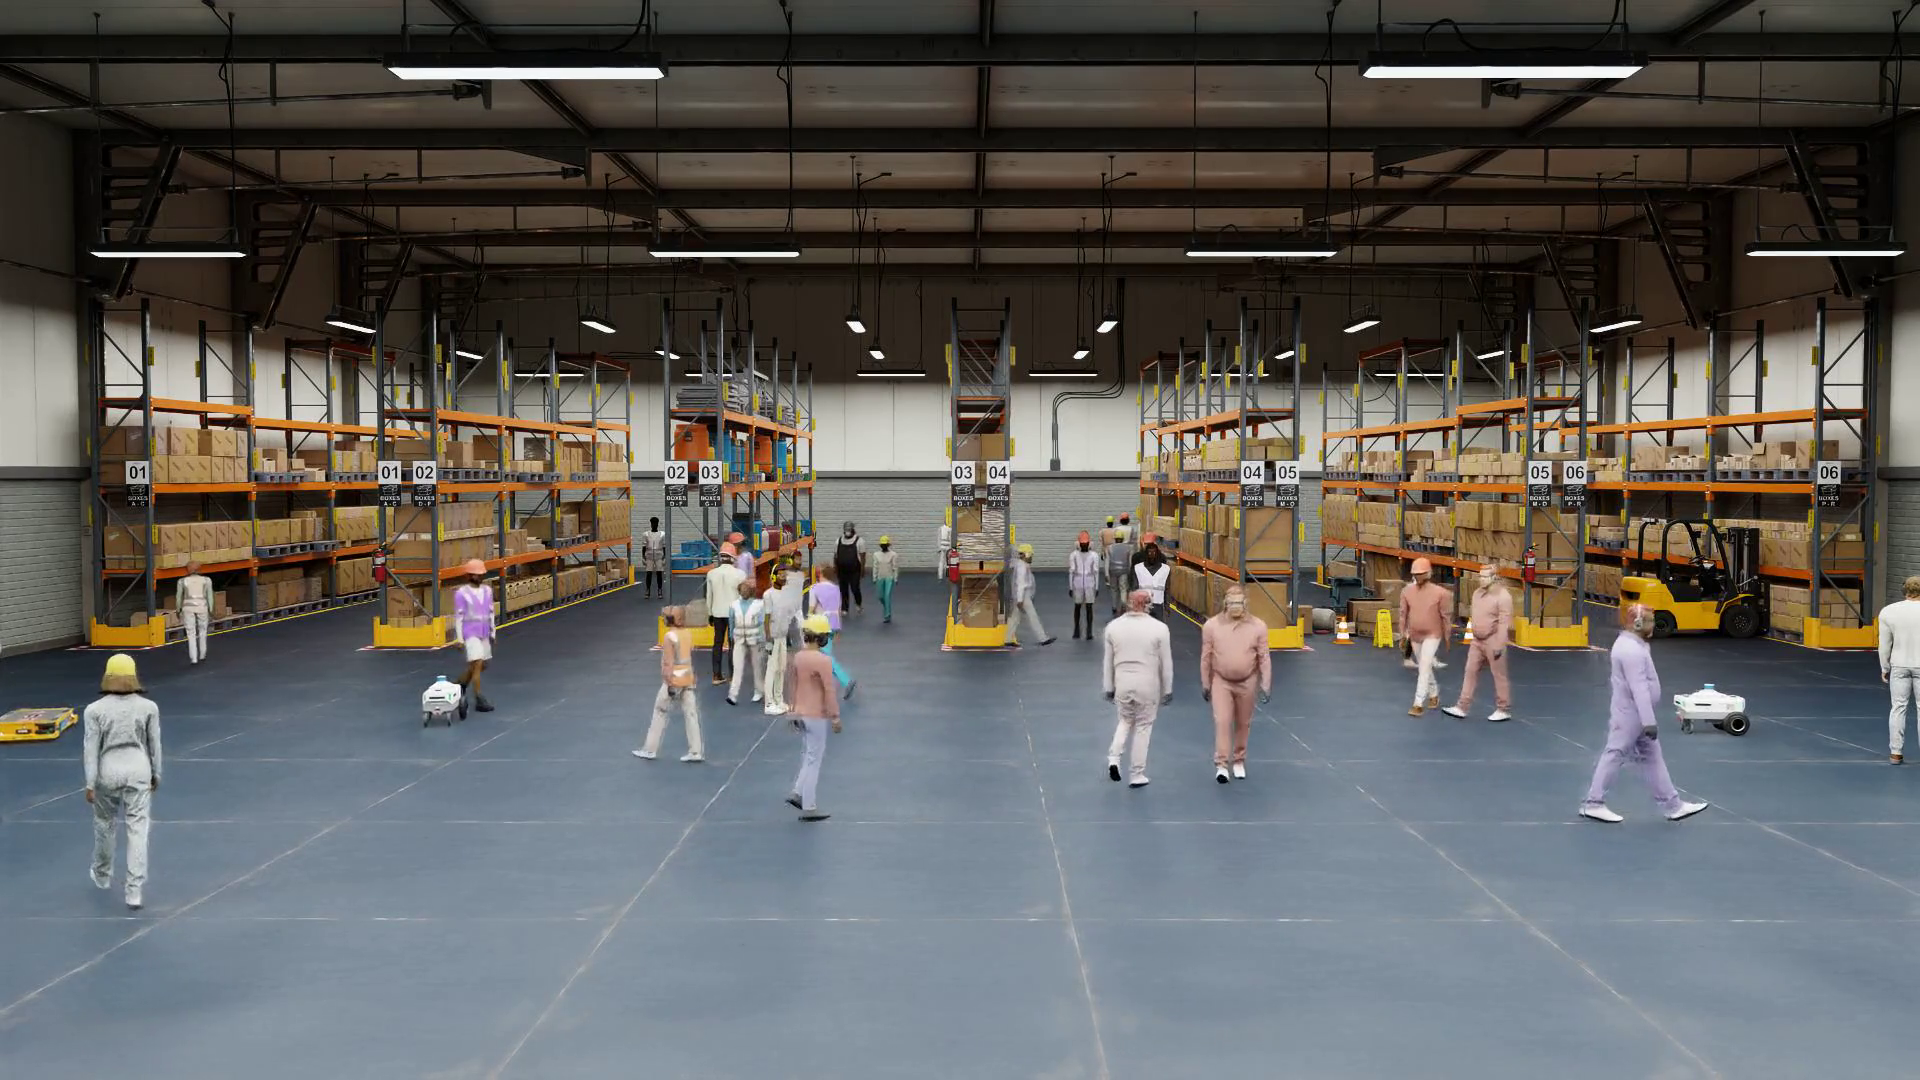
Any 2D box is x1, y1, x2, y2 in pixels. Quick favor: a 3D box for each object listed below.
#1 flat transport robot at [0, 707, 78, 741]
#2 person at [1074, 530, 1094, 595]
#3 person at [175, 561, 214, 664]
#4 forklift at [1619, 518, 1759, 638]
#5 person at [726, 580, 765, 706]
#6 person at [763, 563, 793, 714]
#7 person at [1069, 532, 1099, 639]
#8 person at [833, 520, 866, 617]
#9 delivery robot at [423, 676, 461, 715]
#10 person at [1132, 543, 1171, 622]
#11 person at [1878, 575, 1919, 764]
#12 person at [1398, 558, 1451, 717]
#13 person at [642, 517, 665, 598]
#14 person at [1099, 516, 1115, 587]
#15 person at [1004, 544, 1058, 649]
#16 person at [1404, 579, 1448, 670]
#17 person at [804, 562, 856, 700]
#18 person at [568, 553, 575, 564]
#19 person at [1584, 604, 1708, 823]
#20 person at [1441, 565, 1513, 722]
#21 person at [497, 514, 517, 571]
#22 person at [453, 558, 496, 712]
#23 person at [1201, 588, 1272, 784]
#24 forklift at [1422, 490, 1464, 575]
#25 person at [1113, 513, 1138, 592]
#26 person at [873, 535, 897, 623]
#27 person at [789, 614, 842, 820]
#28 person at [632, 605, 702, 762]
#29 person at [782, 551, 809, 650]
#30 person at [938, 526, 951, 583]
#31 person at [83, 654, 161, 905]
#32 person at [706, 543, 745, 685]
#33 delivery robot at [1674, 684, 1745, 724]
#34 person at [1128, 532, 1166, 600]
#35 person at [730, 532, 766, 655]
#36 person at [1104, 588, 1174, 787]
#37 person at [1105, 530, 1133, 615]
[{"bbox_3d":[-10.538,2.085,18.372,0.652,0.197,1.431,-1,2,-19],"label":"flat transport robot"},{"bbox_3d":[3.064,0.550,39.943,0.510,1.603,0.774,0,2,11],"label":"person"},{"bbox_3d":[-11.991,1.132,25.291,0.532,1.595,0.835,-1,3,-28],"label":"person"},{"bbox_3d":[13.417,0.684,29.791,2.313,2.155,1.214,0,2,0],"label":"forklift"},{"bbox_3d":[-2.741,1.317,20.727,0.513,1.589,0.868,0,2,10],"label":"person"},{"bbox_3d":[-2.251,1.218,20.025,0.322,1.865,0.517,1,3,26],"label":"person"},{"bbox_3d":[2.246,0.813,29.220,0.548,1.938,0.361,0,2,7],"label":"person"},{"bbox_3d":[-2.336,0.602,33.758,0.679,2.000,0.569,0,2,12],"label":"person"},{"bbox_3d":[-6.178,1.864,19.260,0.477,0.478,0.707,0,2,-8],"label":"delivery robot"},{"bbox_3d":[2.929,1.001,24.706,0.588,1.920,0.398,0,2,1],"label":"person"},{"bbox_3d":[9.705,1.320,16.432,0.633,1.939,0.368,2,3,41],"label":"person"},{"bbox_3d":[5.806,1.177,20.111,0.632,1.945,1.051,2,3,39],"label":"person"},{"bbox_3d":[-7.343,0.418,38.783,0.605,1.966,0.367,0,2,-8],"label":"person"},{"bbox_3d":[3.973,0.303,42.655,0.589,1.895,0.883,0,2,12],"label":"person"},{"bbox_3d":[1.186,0.959,27.410,0.942,1.779,0.608,0,2,-2],"label":"person"},{"bbox_3d":[7.073,1.130,24.415,0.755,1.664,0.558,1,2,20],"label":"person"},{"bbox_3d":[-1.726,1.194,21.232,0.848,1.808,0.582,1,3,29],"label":"person"},{"bbox_3d":[-11.244,0.175,46.555,0.404,1.832,0.599,0,2,-7],"label":"person"},{"bbox_3d":[5.769,1.471,13.615,0.993,1.851,0.677,1,2,23],"label":"person"},{"bbox_3d":[6.216,1.238,19.271,0.849,1.869,0.660,-1,2,-23],"label":"person"},{"bbox_3d":[-12.529,0.218,44.624,0.661,1.909,0.770,0,2,-2],"label":"person"},{"bbox_3d":[-6.149,1.178,20.343,0.772,1.919,0.549,1,3,33],"label":"person"},{"bbox_3d":[2.642,1.394,15.445,0.665,1.855,0.980,0,2,7],"label":"person"},{"bbox_3d":[13.926,-0.371,47.846,1.873,2.768,1.129,0,2,0],"label":"forklift"},{"bbox_3d":[4.191,0.317,40.952,0.637,1.986,1.030,0,2,4],"label":"person"},{"bbox_3d":[-1.487,0.772,32.634,0.528,1.753,0.550,1,2,18],"label":"person"},{"bbox_3d":[-1.241,1.516,13.847,0.382,1.756,0.540,-2,3,-34],"label":"person"},{"bbox_3d":[-2.996,1.478,16.607,0.794,1.607,0.520,1,2,24],"label":"person"},{"bbox_3d":[-2.539,1.067,24.363,0.519,1.826,0.986,-2,3,-44],"label":"person"},{"bbox_3d":[-0.304,0.247,44.505,0.696,1.842,0.896,2,3,43],"label":"person"},{"bbox_3d":[-5.847,1.641,11.257,0.502,1.691,0.901,-2,3,-38],"label":"person"},{"bbox_3d":[-3.292,1.042,22.806,0.625,1.990,0.399,1,2,20],"label":"person"},{"bbox_3d":[8.573,1.895,18.483,0.707,0.478,0.477,0,2,6],"label":"delivery robot"},{"bbox_3d":[3.205,0.858,27.723,0.624,1.963,0.834,1,2,16],"label":"person"},{"bbox_3d":[-3.508,0.877,26.682,0.613,2.013,0.818,0,2,4],"label":"person"},{"bbox_3d":[1.697,1.393,15.302,0.655,1.885,0.423,1,3,28],"label":"person"},{"bbox_3d":[3.379,0.683,34.243,0.603,1.807,0.821,0,2,4],"label":"person"}]
